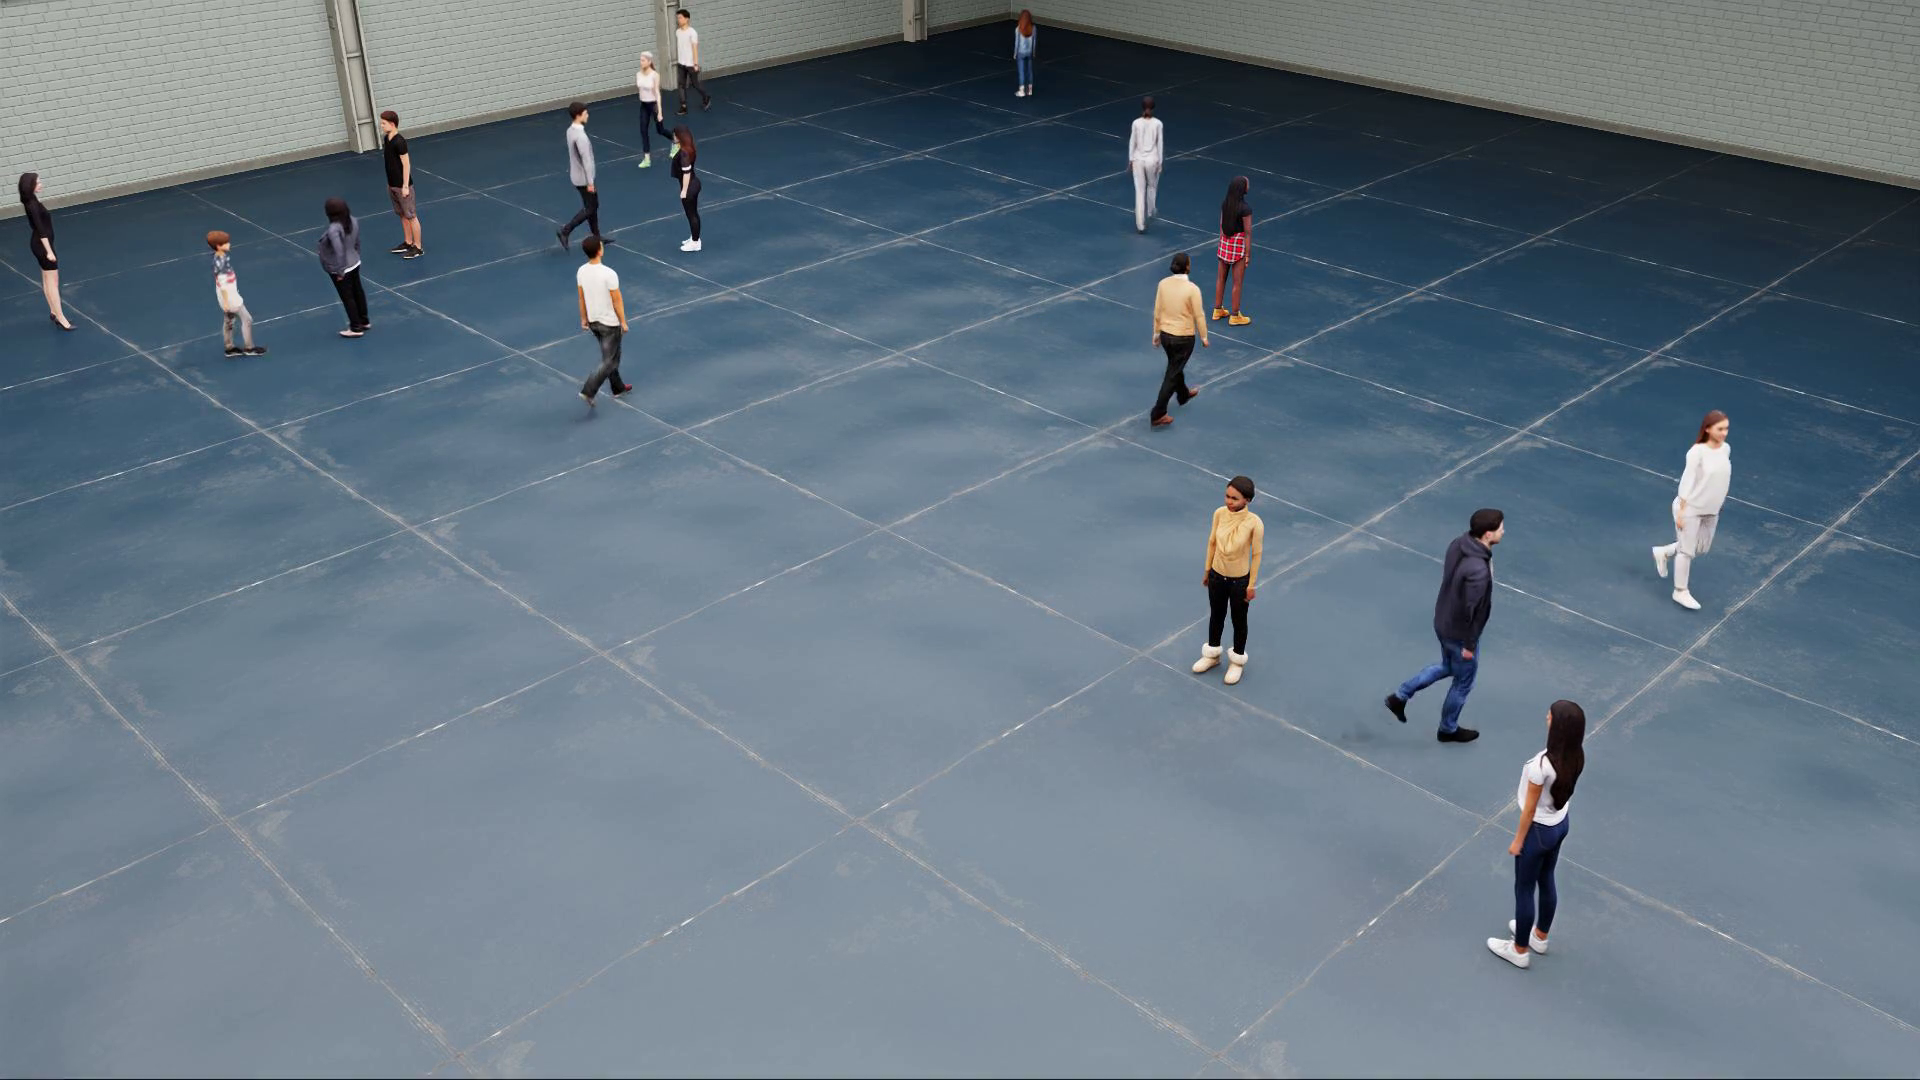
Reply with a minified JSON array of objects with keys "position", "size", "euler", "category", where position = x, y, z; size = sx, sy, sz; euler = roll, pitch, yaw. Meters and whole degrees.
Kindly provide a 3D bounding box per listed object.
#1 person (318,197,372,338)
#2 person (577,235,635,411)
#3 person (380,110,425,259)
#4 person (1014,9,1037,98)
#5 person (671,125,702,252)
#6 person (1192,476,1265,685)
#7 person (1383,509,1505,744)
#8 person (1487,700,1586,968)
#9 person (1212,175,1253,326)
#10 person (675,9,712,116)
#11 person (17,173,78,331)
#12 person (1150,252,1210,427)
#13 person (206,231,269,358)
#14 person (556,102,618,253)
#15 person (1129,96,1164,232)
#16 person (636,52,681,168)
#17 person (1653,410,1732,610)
[{"position":[-6.957,-3.104,18.831],"size":[0.860,1.597,0.780],"euler":[4,28,8],"category":"person"},{"position":[-3.669,-2.182,16.903],"size":[0.825,1.781,1.156],"euler":[15,32,27],"category":"person"},{"position":[-7.163,-4.572,21.307],"size":[0.576,1.862,0.689],"euler":[-23,35,-36],"category":"person"},{"position":[1.142,-8.553,29.192],"size":[0.545,1.477,0.680],"euler":[-11,30,-20],"category":"person"},{"position":[-3.512,-4.568,21.537],"size":[0.771,1.638,0.710],"euler":[0,28,0],"category":"person"},{"position":[2.029,0.271,12.426],"size":[0.623,1.660,0.612],"euler":[18,33,30],"category":"person"},{"position":[3.374,0.613,11.560],"size":[1.075,1.870,1.005],"euler":[-1,28,-2],"category":"person"},{"position":[3.384,1.699,9.623],"size":[0.439,1.774,0.639],"euler":[-23,36,-36],"category":"person"},{"position":[3.153,-3.345,19.145],"size":[0.626,1.727,0.635],"euler":[-20,34,-33],"category":"person"},{"position":[-4.528,-8.056,28.027],"size":[0.765,1.693,1.095],"euler":[17,33,29],"category":"person"},{"position":[-10.443,-3.292,18.964],"size":[0.554,1.805,0.630],"euler":[-17,33,-29],"category":"person"},{"position":[2.118,-1.959,16.564],"size":[1.156,1.707,0.672],"euler":[-24,36,-38],"category":"person"},{"position":[-8.083,-2.678,18.212],"size":[0.715,1.428,0.606],"euler":[-15,32,-26],"category":"person"},{"position":[-4.930,-4.651,21.413],"size":[1.155,1.901,0.954],"euler":[-12,30,-22],"category":"person"},{"position":[2.472,-4.995,22.233],"size":[0.976,1.738,1.146],"euler":[6,29,12],"category":"person"},{"position":[-4.611,-6.531,25.182],"size":[0.794,1.675,1.171],"euler":[15,32,27],"category":"person"},{"position":[5.909,-0.281,13.448],"size":[0.883,1.674,0.845],"euler":[-12,30,-21],"category":"person"}]
